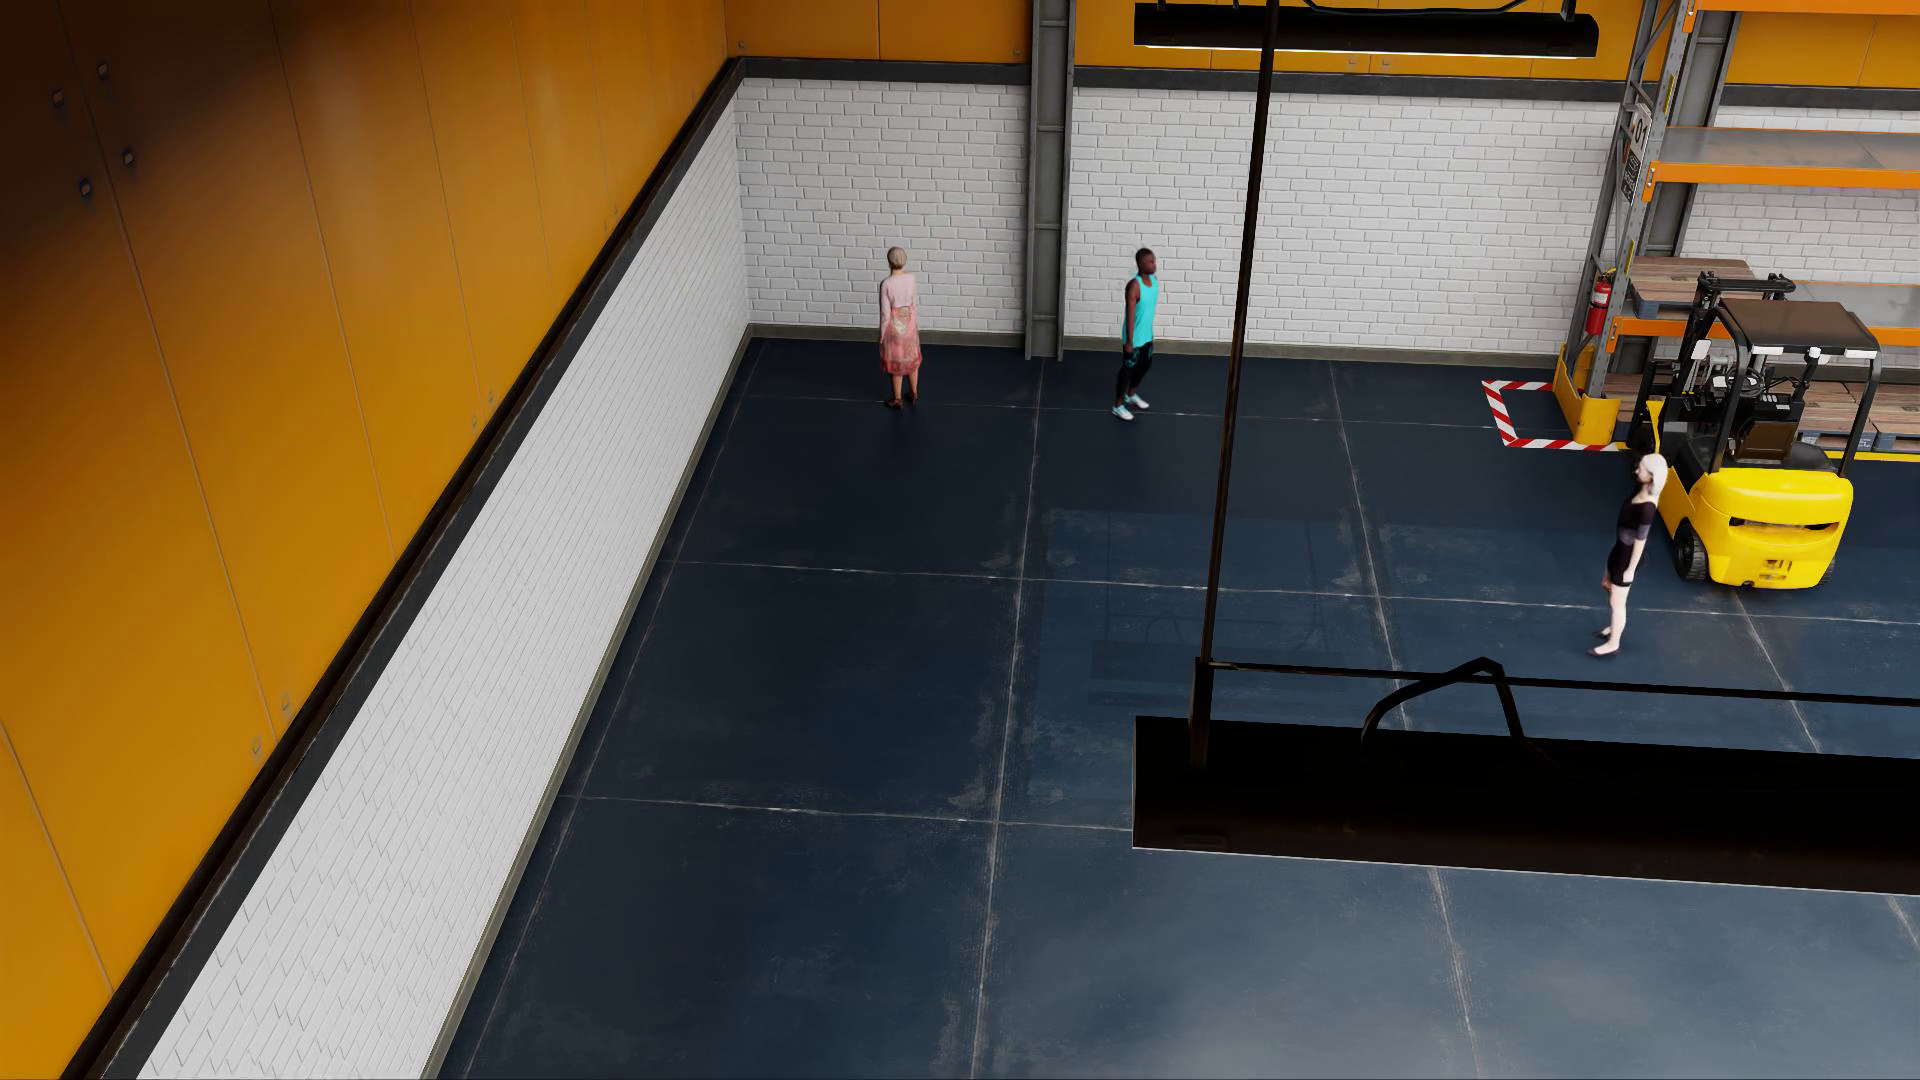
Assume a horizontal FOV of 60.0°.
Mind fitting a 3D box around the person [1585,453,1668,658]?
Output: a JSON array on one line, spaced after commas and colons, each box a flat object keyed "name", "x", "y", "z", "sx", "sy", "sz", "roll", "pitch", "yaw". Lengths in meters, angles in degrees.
[{"name": "person", "x": 5.170, "y": 0.138, "z": 12.813, "sx": 0.568, "sy": 1.828, "sz": 0.617, "roll": 7, "pitch": 34, "yaw": 11}]

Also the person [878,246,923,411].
[{"name": "person", "x": -0.587, "y": -2.067, "z": 16.254, "sx": 0.683, "sy": 1.690, "sz": 0.755, "roll": -20, "pitch": 38, "yaw": -27}]

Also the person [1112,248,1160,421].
[{"name": "person", "x": 1.692, "y": -1.993, "z": 16.050, "sx": 0.780, "sy": 1.792, "sz": 0.753, "roll": 21, "pitch": 39, "yaw": 29}]
